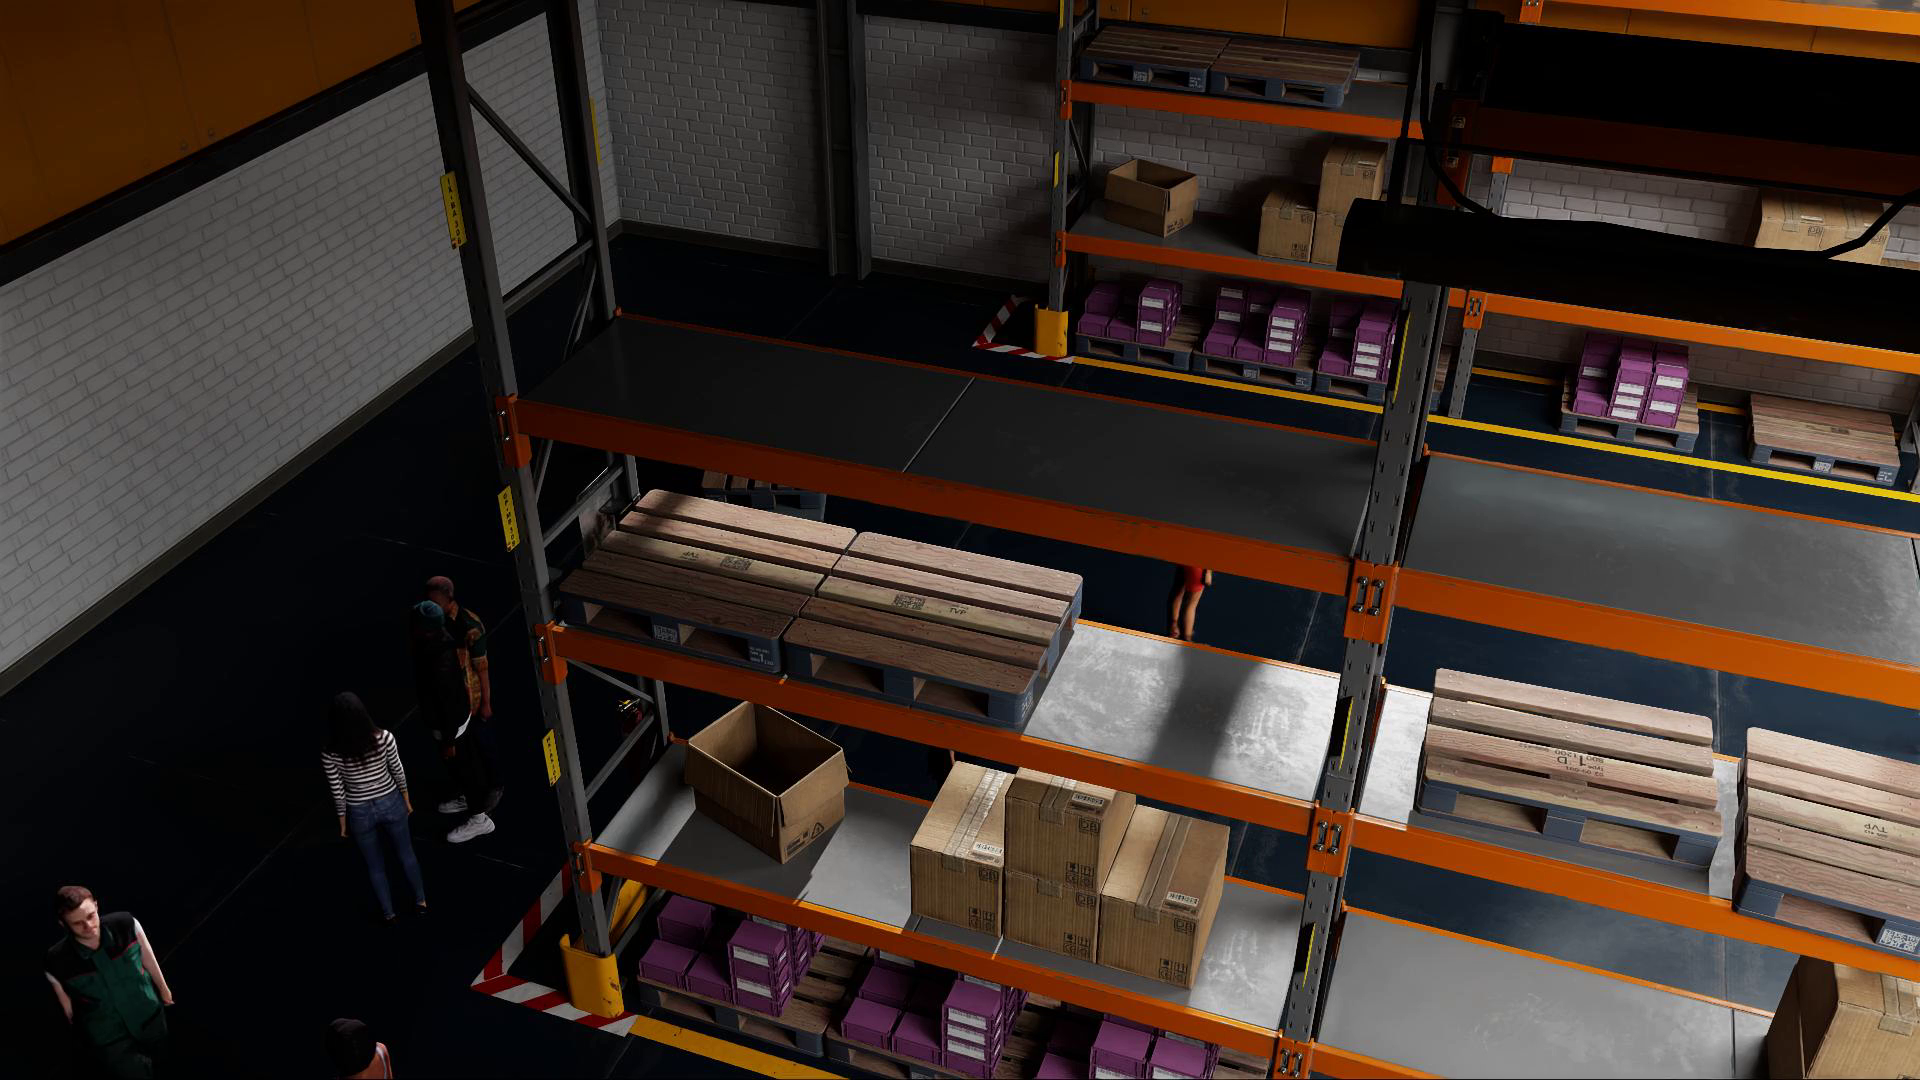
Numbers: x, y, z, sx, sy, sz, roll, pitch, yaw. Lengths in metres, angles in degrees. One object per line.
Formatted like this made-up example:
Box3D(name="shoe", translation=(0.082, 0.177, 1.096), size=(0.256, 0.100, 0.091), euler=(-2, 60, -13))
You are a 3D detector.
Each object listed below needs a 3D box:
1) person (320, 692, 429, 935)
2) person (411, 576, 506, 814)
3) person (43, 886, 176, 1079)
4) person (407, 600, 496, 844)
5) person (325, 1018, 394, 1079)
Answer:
Box3D(name="person", translation=(-3.508, 1.648, 9.976), size=(0.649, 1.796, 0.700), euler=(-16, 37, -23))
Box3D(name="person", translation=(-3.294, 0.994, 10.950), size=(0.596, 1.808, 0.760), euler=(9, 35, 14))
Box3D(name="person", translation=(-4.417, 2.471, 8.721), size=(1.193, 1.814, 0.906), euler=(25, 41, 32))
Box3D(name="person", translation=(-3.301, 1.142, 10.717), size=(0.806, 1.818, 0.755), euler=(-13, 36, -19))
Box3D(name="person", translation=(-2.856, 2.933, 8.133), size=(0.527, 1.696, 0.576), euler=(13, 36, 19))
